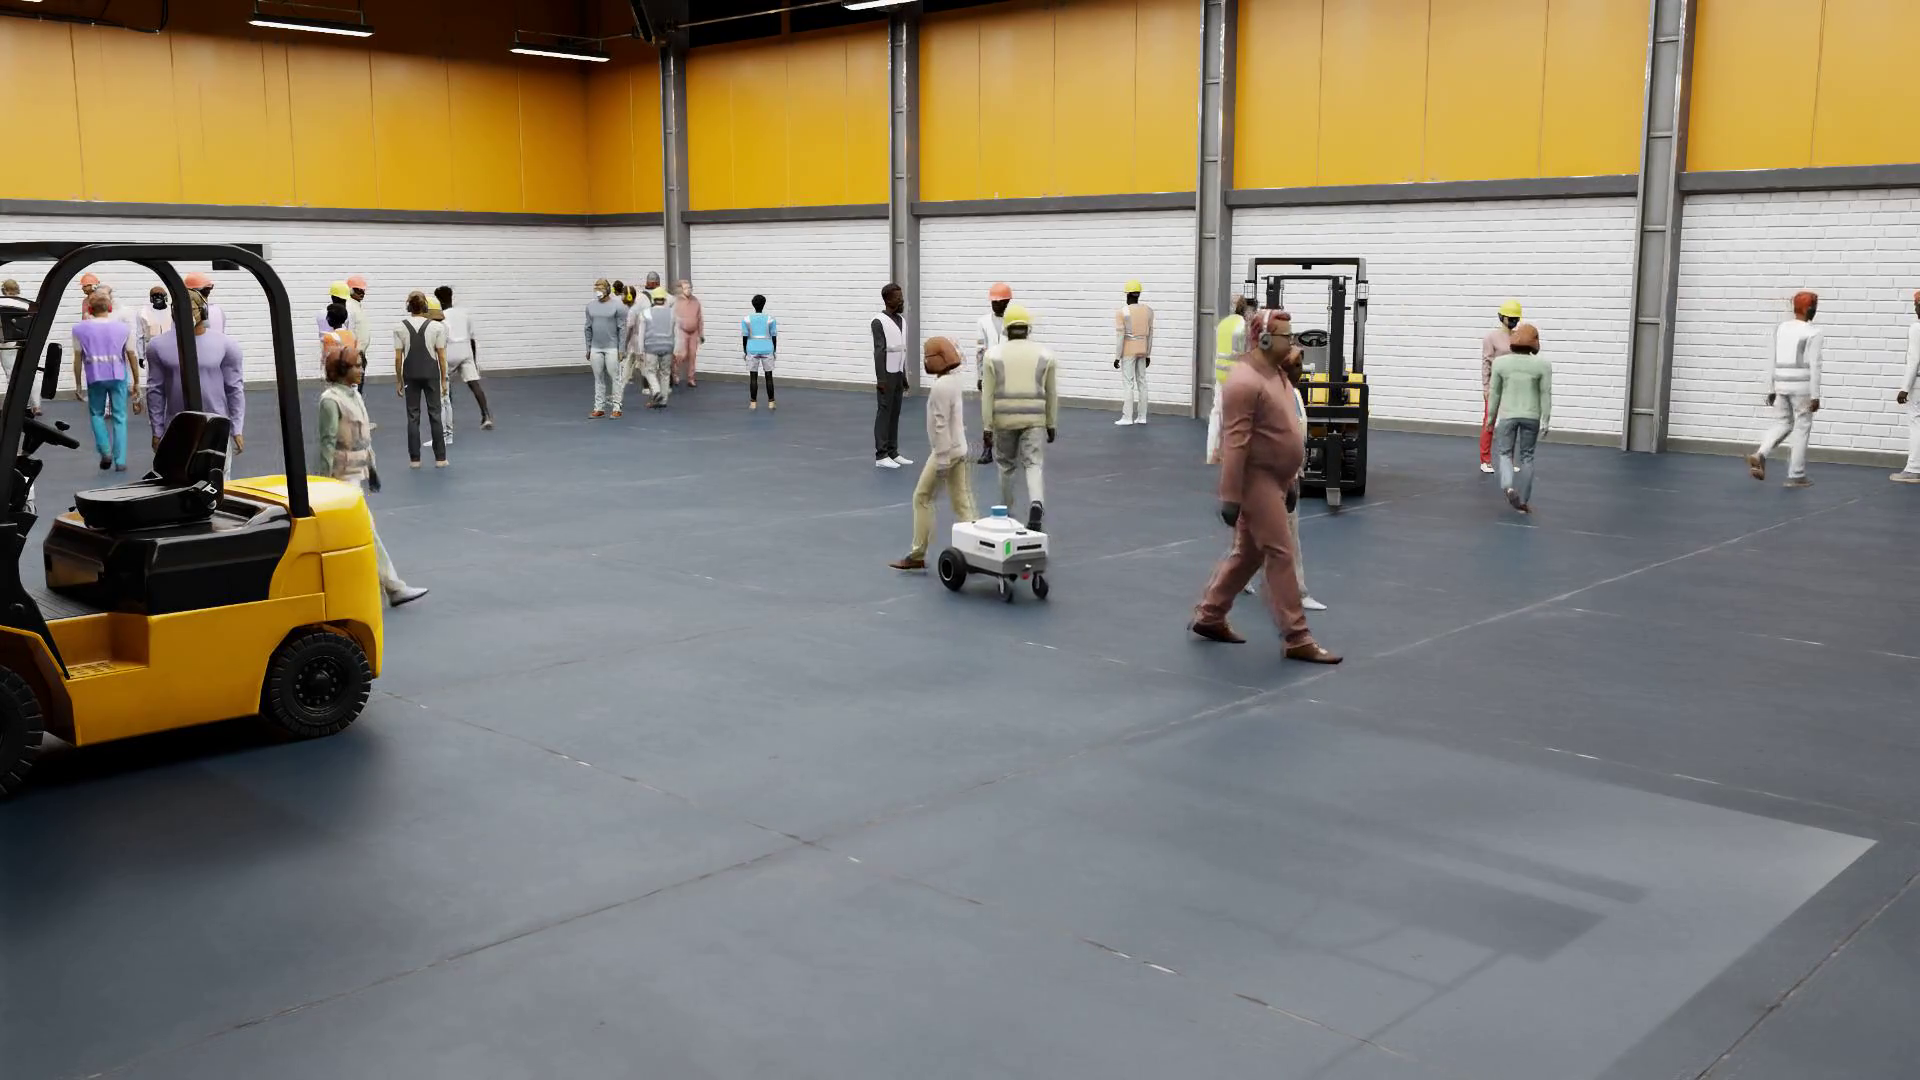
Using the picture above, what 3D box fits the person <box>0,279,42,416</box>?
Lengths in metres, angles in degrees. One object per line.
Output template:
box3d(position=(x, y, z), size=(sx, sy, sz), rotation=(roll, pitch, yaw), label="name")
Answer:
box3d(position=(-13.219, -2.676, 23.305), size=(0.426, 1.934, 0.648), rotation=(7, 12, 38), label="person")

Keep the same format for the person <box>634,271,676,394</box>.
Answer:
box3d(position=(-5.076, -3.441, 27.608), size=(0.684, 2.000, 0.535), rotation=(-3, 10, -20), label="person")

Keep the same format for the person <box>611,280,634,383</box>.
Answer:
box3d(position=(-6.135, -3.742, 30.004), size=(0.519, 1.865, 0.335), rotation=(-6, 11, -34), label="person")

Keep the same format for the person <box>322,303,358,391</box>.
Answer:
box3d(position=(-6.822, -1.756, 18.323), size=(0.318, 1.700, 0.535), rotation=(2, 9, 9), label="person")

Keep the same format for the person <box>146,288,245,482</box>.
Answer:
box3d(position=(-5.235, -0.750, 11.424), size=(0.627, 1.941, 0.370), rotation=(-2, 10, -13), label="person")

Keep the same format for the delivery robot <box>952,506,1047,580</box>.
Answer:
box3d(position=(0.249, 0.026, 10.609), size=(0.477, 0.478, 0.707), rotation=(-6, 11, -31), label="delivery robot")

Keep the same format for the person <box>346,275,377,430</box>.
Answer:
box3d(position=(-7.742, -2.400, 21.383), size=(0.392, 1.990, 0.612), rotation=(-1, 9, -7), label="person")

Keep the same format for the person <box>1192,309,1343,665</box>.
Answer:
box3d(position=(1.638, -0.302, 8.917), size=(0.902, 1.869, 0.663), rotation=(5, 10, 27), label="person")

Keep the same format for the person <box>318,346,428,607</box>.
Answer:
box3d(position=(-3.676, -0.381, 10.197), size=(0.776, 1.598, 0.540), rotation=(-1, 9, -3), label="person")

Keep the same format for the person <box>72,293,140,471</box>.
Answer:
box3d(position=(-8.758, -1.615, 17.080), size=(0.608, 1.817, 0.566), rotation=(-5, 11, -30), label="person")

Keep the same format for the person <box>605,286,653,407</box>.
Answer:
box3d(position=(-4.904, -2.861, 24.771), size=(0.980, 1.805, 0.508), rotation=(-1, 9, -8), label="person")

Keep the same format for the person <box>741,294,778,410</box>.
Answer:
box3d(position=(-2.939, -2.748, 24.409), size=(0.529, 1.697, 0.322), rotation=(-1, 9, -7), label="person")

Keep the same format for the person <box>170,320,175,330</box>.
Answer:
box3d(position=(-8.379, -1.842, 18.119), size=(0.358, 1.938, 0.542), rotation=(-5, 11, -29), label="person")

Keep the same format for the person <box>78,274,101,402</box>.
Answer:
box3d(position=(-13.431, -3.128, 25.830), size=(0.622, 1.994, 0.381), rotation=(5, 11, 30), label="person")

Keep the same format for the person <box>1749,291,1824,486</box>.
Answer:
box3d(position=(7.869, -1.418, 15.753), size=(0.597, 1.859, 0.591), rotation=(-4, 10, -21), label="person")

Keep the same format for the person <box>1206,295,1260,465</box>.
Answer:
box3d(position=(2.959, -1.690, 17.609), size=(0.790, 1.789, 0.725), rotation=(-5, 10, -26), label="person")

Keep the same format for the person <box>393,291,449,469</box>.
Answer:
box3d(position=(-5.575, -1.647, 17.210), size=(0.507, 1.846, 0.351), rotation=(-2, 9, -12), label="person")

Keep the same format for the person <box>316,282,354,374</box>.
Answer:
box3d(position=(-7.453, -2.140, 20.016), size=(0.391, 1.916, 0.586), rotation=(3, 10, 16), label="person")

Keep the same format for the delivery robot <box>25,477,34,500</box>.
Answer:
box3d(position=(-7.814, -0.427, 13.388), size=(0.477, 0.478, 0.707), rotation=(1, 9, 6), label="delivery robot")

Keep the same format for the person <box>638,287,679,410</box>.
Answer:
box3d(position=(-4.395, -2.793, 24.331), size=(0.606, 1.815, 0.514), rotation=(-4, 10, -23), label="person")

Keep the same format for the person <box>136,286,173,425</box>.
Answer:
box3d(position=(-10.579, -2.440, 22.081), size=(0.633, 1.841, 0.429), rotation=(-4, 10, -23), label="person")

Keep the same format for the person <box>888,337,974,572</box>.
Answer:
box3d(position=(-0.195, -0.568, 11.284), size=(0.712, 1.604, 0.533), rotation=(2, 10, 14), label="person")

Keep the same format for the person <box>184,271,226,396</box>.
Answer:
box3d(position=(-8.021, -1.817, 17.656), size=(0.384, 2.041, 0.608), rotation=(0, 9, 2), label="person")

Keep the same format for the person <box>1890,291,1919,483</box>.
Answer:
box3d(position=(9.359, -1.496, 16.160), size=(0.573, 1.887, 0.353), rotation=(-4, 10, -25), label="person")

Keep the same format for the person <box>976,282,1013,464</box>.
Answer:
box3d(position=(0.435, -1.763, 17.645), size=(0.547, 1.934, 0.376), rotation=(2, 9, 12), label="person")

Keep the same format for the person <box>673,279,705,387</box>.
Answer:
box3d(position=(-4.775, -3.603, 29.094), size=(0.649, 1.893, 0.416), rotation=(-8, 12, -39), label="person")

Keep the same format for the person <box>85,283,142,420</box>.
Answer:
box3d(position=(-11.709, -2.609, 23.011), size=(0.652, 1.882, 0.813), rotation=(0, 9, -2), label="person")

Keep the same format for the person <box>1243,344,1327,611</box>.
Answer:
box3d(position=(1.958, -0.396, 10.239), size=(0.693, 1.619, 0.531), rotation=(6, 11, 31), label="person")

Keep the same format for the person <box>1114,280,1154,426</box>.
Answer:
box3d(position=(2.291, -2.475, 22.035), size=(0.587, 1.928, 0.362), rotation=(-6, 11, -31), label="person")

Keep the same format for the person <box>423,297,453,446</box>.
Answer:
box3d(position=(-6.170, -1.976, 19.536), size=(0.294, 1.744, 0.487), rotation=(1, 9, 3), label="person")

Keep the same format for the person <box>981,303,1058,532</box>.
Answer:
box3d(position=(0.468, -0.933, 12.942), size=(0.606, 1.813, 0.752), rotation=(-1, 9, -5), label="person")

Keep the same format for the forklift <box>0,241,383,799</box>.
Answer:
box3d(position=(-3.706, -0.171, 7.093), size=(1.214, 2.155, 2.313), rotation=(9, 13, 43), label="forklift")

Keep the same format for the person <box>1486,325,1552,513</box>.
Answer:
box3d(position=(4.699, -1.003, 14.000), size=(0.517, 1.608, 0.583), rotation=(3, 10, 20), label="person")

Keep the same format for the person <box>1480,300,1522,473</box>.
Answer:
box3d(position=(5.543, -1.558, 16.924), size=(0.522, 1.763, 0.319), rotation=(-3, 10, -18), label="person")

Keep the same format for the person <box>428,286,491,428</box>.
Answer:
box3d(position=(-6.523, -2.372, 21.655), size=(1.181, 1.866, 0.626), rotation=(8, 12, 40), label="person")

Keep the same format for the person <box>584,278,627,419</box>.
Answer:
box3d(position=(-4.899, -2.634, 22.974), size=(0.631, 1.939, 0.369), rotation=(3, 10, 16), label="person")

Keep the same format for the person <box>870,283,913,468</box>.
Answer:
box3d(position=(-0.732, -1.725, 17.454), size=(0.392, 1.922, 0.591), rotation=(4, 10, 23), label="person")

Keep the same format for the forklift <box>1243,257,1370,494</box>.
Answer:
box3d(position=(3.309, -1.629, 16.029), size=(1.214, 2.155, 2.313), rotation=(2, 9, 11), label="forklift")
